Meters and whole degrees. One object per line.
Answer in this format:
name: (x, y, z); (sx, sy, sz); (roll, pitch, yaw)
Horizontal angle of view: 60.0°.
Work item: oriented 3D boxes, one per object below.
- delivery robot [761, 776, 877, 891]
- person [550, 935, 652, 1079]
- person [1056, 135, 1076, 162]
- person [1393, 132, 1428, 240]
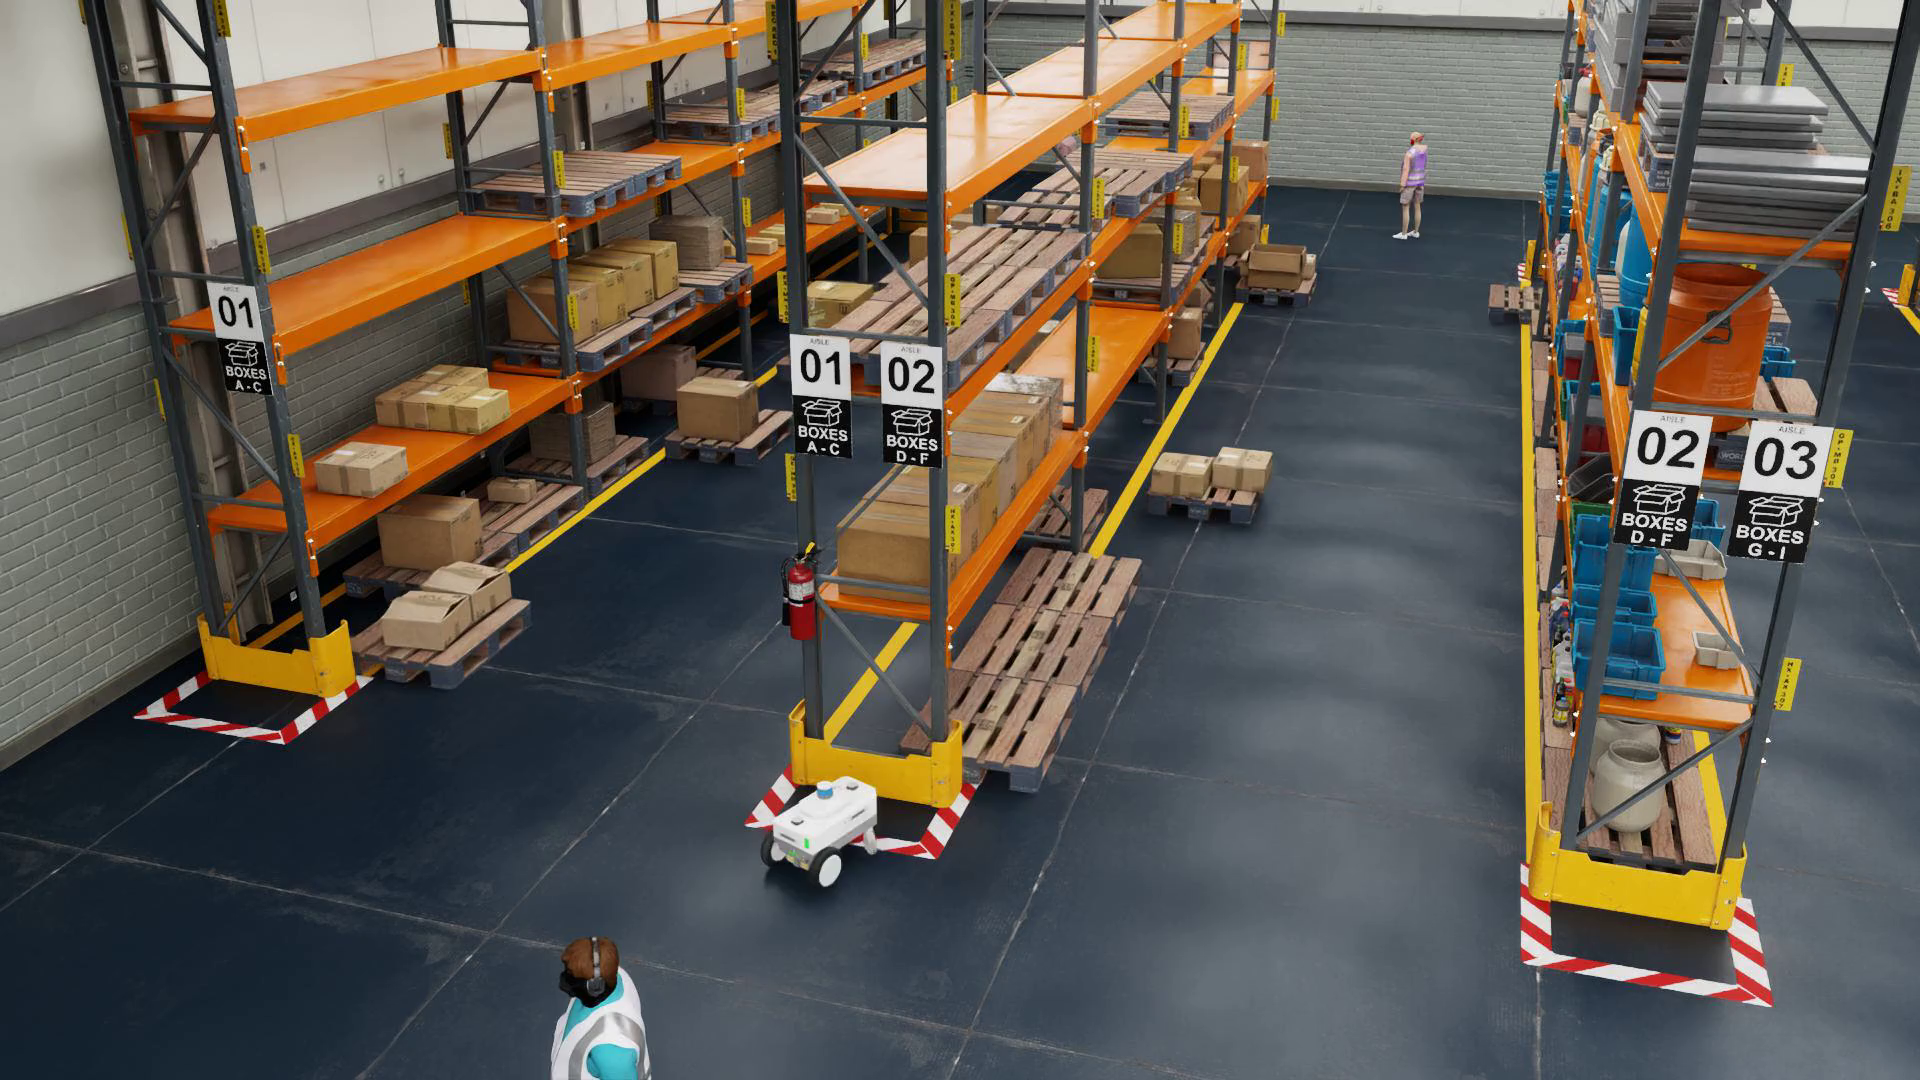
delivery robot: (-0.868, 1.838, 10.570); (0.520, 0.612, 0.783); (17, 29, 34)
person: (-1.569, 2.522, 7.338); (0.429, 1.846, 0.624); (-7, 24, -17)
person: (1.716, -5.909, 26.945); (0.336, 1.798, 0.528); (8, 25, 19)
person: (7.185, -5.621, 26.417); (0.491, 1.688, 0.348); (-14, 27, -30)
